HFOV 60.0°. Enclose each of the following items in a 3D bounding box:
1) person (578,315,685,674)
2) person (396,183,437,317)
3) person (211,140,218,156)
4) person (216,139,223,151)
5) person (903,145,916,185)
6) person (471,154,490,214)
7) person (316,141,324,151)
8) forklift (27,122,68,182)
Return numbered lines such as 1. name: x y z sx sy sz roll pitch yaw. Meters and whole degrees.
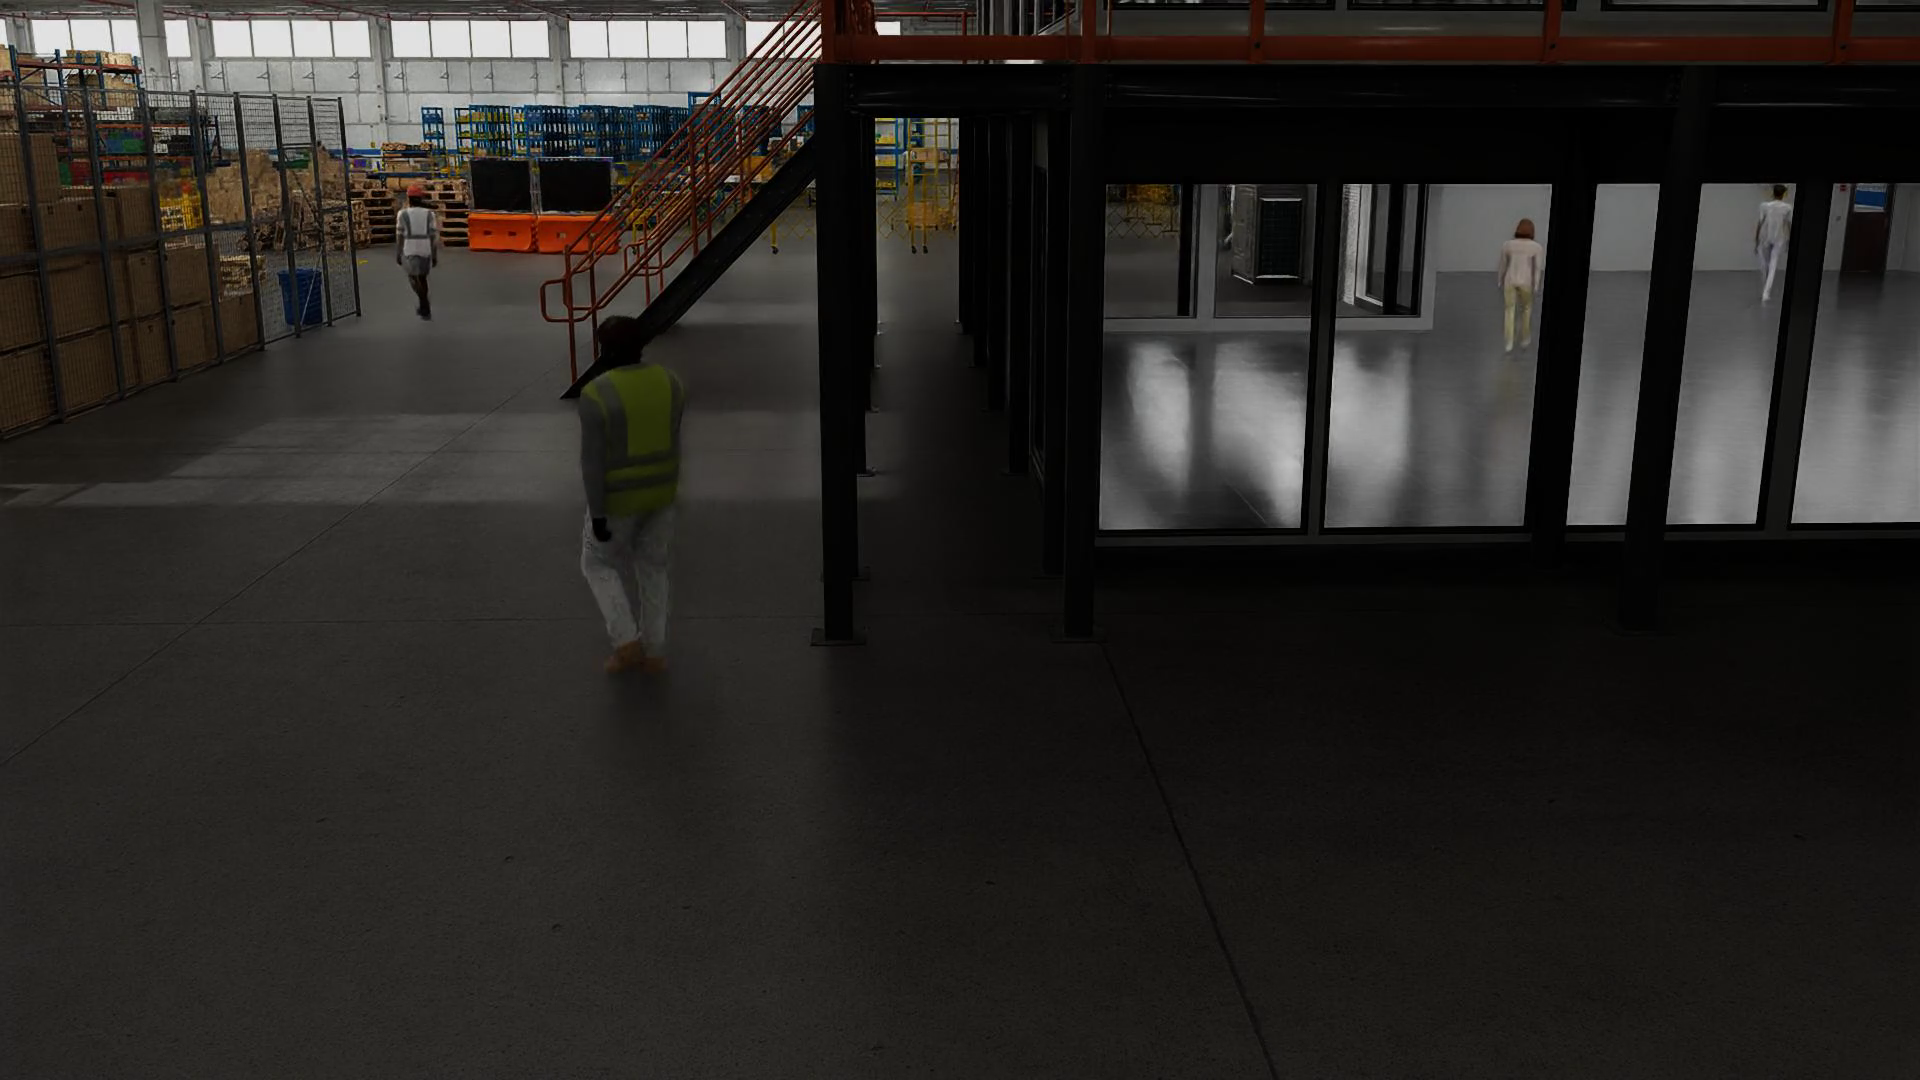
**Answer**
1. person: -1.642 -0.208 8.302 0.629 1.824 0.448 -13 19 -43
2. person: -7.745 -4.136 23.815 0.547 1.920 0.775 -9 17 -33
3. person: -38.330 -19.623 85.664 0.614 1.944 0.407 7 15 25
4. person: -38.292 -19.691 85.829 0.381 1.996 0.608 8 16 28
5. person: -2.292 -16.990 75.364 0.600 1.830 0.404 2 14 9
6. person: -12.372 -8.930 42.834 1.061 1.985 0.620 10 17 34
7. person: -35.995 -21.513 93.491 0.631 1.822 0.519 7 16 27
8. forklift: -35.376 -14.773 64.377 1.129 2.768 1.873 -1 14 -2
